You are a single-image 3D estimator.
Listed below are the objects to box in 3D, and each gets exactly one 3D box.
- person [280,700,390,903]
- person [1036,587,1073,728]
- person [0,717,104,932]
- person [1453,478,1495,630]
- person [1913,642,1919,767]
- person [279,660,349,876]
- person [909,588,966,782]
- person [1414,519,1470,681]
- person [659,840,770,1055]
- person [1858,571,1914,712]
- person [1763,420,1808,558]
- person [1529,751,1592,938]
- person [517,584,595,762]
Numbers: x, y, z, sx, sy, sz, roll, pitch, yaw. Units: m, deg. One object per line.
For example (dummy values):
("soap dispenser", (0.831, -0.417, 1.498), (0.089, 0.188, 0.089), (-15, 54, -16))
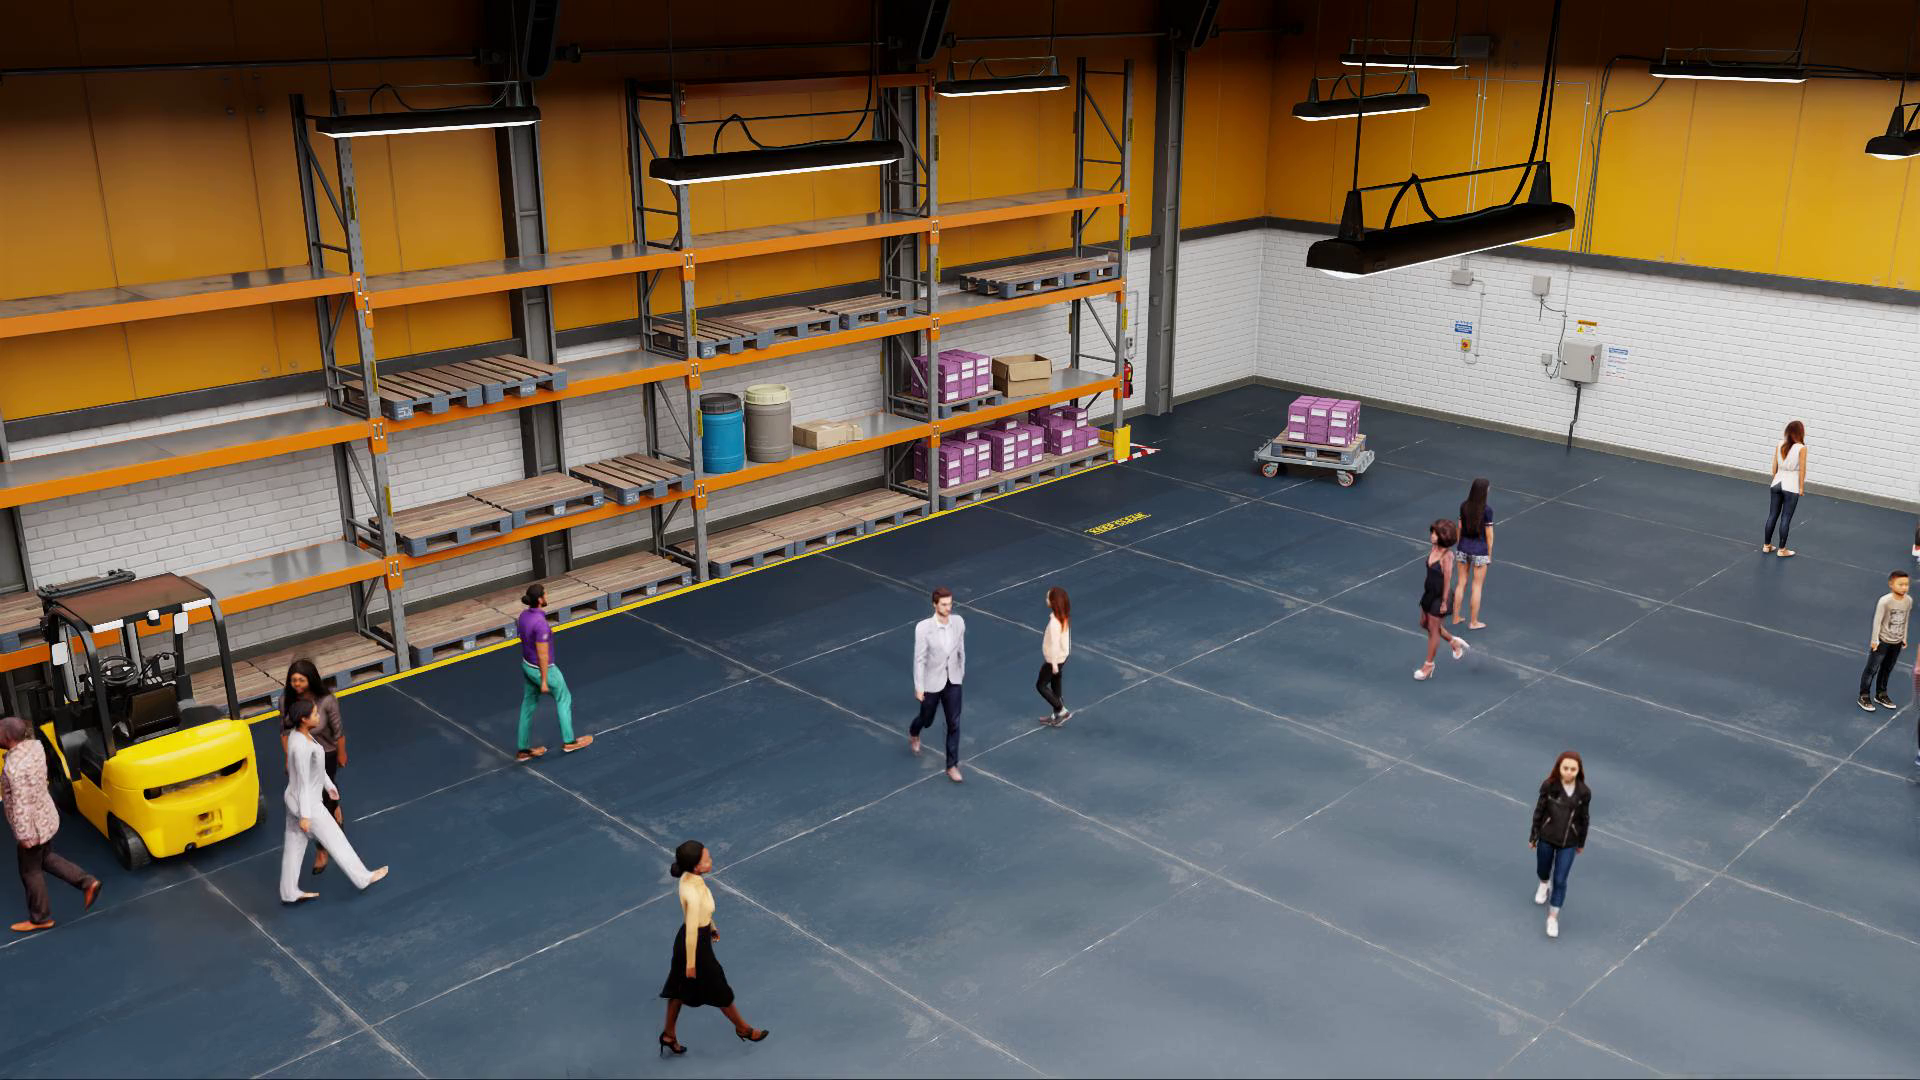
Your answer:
("person", (-5.298, 2.117, 13.246), (1.126, 1.697, 0.826), (-9, 21, -26))
("person", (0.991, 1.170, 16.407), (0.731, 1.475, 0.643), (6, 20, 18))
("person", (-7.096, 2.187, 12.889), (1.060, 1.792, 0.976), (-2, 19, -7))
("person", (5.854, 0.146, 18.992), (0.511, 1.765, 0.576), (-17, 25, -41))
("person", (9.209, 1.285, 15.540), (0.763, 1.811, 0.746), (11, 22, 30))
("person", (-5.389, 1.819, 13.984), (1.120, 1.791, 1.214), (0, 19, 1))
("person", (-0.219, 1.288, 15.495), (1.132, 1.833, 1.021), (-8, 20, -21))
("person", (5.116, 0.624, 17.554), (0.959, 1.778, 0.819), (-4, 19, -13))
("person", (-1.884, 2.813, 11.296), (1.059, 1.623, 0.866), (-6, 19, -16))
("person", (9.433, 1.007, 16.909), (0.589, 1.463, 0.693), (-4, 19, -13))
("person", (10.614, -0.672, 21.389), (0.603, 1.786, 0.634), (-11, 21, -29))
("person", (4.684, 2.309, 13.047), (0.818, 1.460, 1.029), (7, 20, 20))
("person", (-4.046, 1.280, 15.669), (0.651, 1.737, 0.937), (17, 25, 42))
